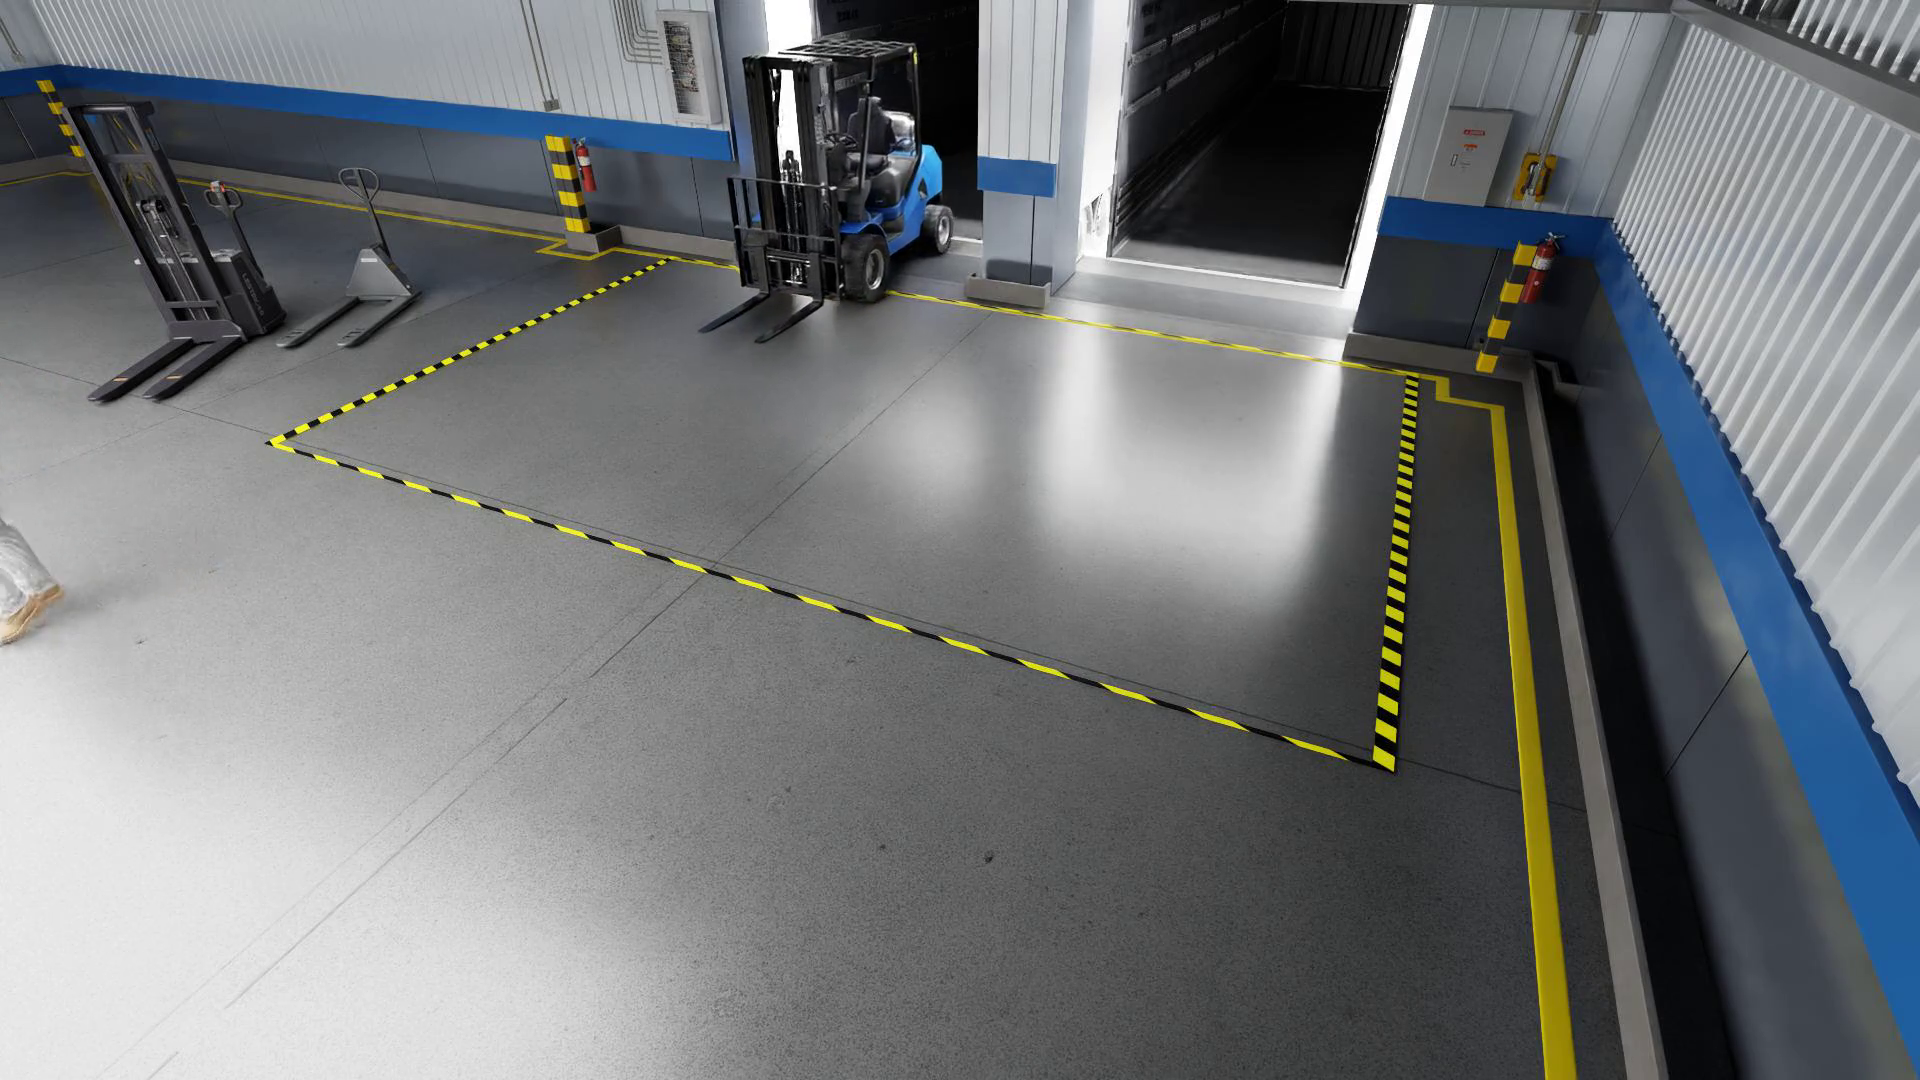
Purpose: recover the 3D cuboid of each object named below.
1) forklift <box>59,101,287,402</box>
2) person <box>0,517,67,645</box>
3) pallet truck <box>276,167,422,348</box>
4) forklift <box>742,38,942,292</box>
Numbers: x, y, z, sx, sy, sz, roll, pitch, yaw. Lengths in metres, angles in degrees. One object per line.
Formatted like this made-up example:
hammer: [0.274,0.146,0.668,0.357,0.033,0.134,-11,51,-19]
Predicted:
forklift: [-6.686,-2.387,7.434,0.823,1.965,1.885,-3,35,-5]
person: [-5.174,-0.292,4.584,0.697,1.826,0.457,17,38,23]
pallet truck: [-5.732,-2.611,8.414,0.680,1.201,1.601,-1,35,-1]
forklift: [-1.117,-3.865,9.220,1.157,2.036,2.680,13,37,18]
